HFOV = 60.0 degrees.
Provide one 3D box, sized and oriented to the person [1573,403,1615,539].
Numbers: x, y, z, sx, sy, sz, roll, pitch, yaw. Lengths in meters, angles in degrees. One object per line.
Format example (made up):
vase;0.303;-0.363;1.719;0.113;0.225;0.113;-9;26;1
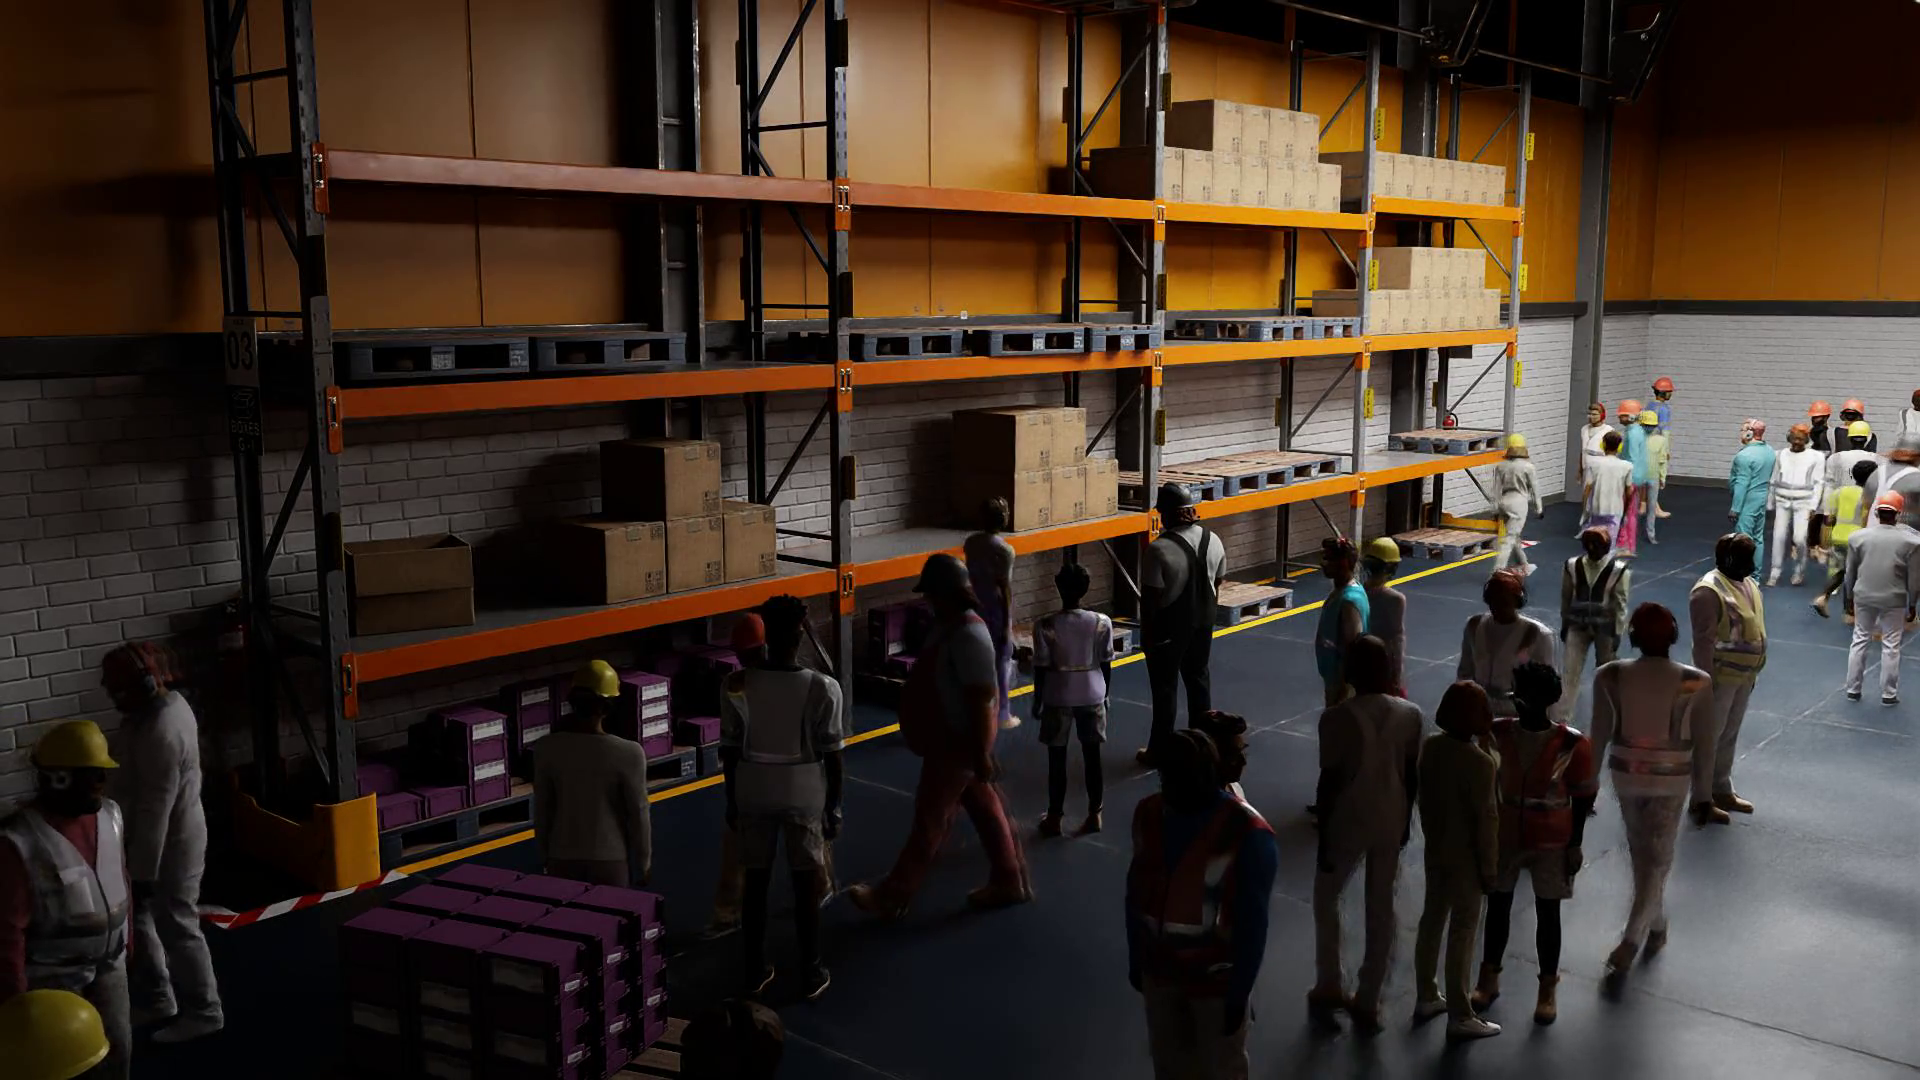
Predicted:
person;8.417;-0.890;21.982;0.386;1.836;0.564;-3;9;-21

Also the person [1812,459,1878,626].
person;8.848;0.027;16.560;0.443;1.677;0.565;-3;9;-17

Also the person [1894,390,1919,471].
person;13.891;-1.258;24.186;0.573;1.887;0.354;7;11;37

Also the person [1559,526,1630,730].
person;4.717;0.702;12.474;0.521;1.592;0.844;6;11;33

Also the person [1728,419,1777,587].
person;8.784;-0.398;18.562;0.643;1.913;0.410;-7;11;-38

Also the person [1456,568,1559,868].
person;3.130;1.049;9.519;0.984;1.829;0.593;-5;10;-32

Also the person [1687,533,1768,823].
person;4.911;0.864;10.642;0.633;1.842;0.429;-7;11;-39

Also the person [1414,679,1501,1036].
person;2.282;1.437;7.608;0.279;1.636;0.500;-3;9;-21

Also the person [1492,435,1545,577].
person;6.348;-0.348;18.953;0.942;1.685;0.492;-6;11;-35

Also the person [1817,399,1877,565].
person;10.678;-0.685;20.056;0.612;2.029;0.409;5;10;30

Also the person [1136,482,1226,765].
person;1.521;0.581;11.828;0.680;2.000;0.535;-5;10;-31

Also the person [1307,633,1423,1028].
person;1.867;1.324;7.714;0.521;1.828;0.510;-1;9;-4

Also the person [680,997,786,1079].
person;-0.471;1.925;3.839;0.336;1.838;0.505;-3;9;-16

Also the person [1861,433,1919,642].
person;9.069;-0.047;15.881;0.956;2.000;0.694;-2;9;-12

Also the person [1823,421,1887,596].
person;9.726;-0.334;18.124;0.587;1.920;0.397;4;10;26

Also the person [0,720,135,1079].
person;-3.307;1.573;6.170;0.560;1.806;0.674;3;9;19

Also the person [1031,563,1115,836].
person;0.693;0.989;10.304;0.532;1.697;0.320;-2;9;-11

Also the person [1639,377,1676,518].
person;10.206;-1.352;24.286;0.385;2.041;0.615;-1;9;-4

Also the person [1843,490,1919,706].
person;7.490;0.466;13.520;0.566;1.745;0.349;8;12;42

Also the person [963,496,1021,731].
person;0.173;0.579;12.520;0.515;1.831;0.683;8;12;42

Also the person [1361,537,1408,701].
person;2.781;0.853;10.993;0.598;1.744;0.561;-6;10;-32

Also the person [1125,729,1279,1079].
person;0.842;1.579;6.088;0.639;1.830;0.430;9;12;44

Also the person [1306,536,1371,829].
person;2.407;0.892;10.448;0.375;1.843;0.575;1;9;7

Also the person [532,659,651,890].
person;-1.638;1.404;7.443;0.535;1.756;0.338;1;9;5

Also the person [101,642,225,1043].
person;-3.624;1.359;7.356;0.659;1.873;0.693;-4;10;-24

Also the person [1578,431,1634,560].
person;7.005;-0.269;18.050;0.520;1.810;0.981;4;10;24

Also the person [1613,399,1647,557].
person;8.273;-0.764;20.714;0.494;1.979;0.671;4;10;25

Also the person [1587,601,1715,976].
person;3.420;1.232;8.309;0.603;1.844;0.914;7;11;37

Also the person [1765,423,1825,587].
person;9.297;-0.378;18.582;0.592;1.864;0.441;7;11;39

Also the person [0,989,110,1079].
person;-1.931;1.902;3.674;0.593;1.925;0.384;4;10;24

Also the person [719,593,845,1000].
person;-0.845;1.227;7.952;0.599;1.958;0.379;1;9;4

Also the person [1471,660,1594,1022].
person;2.642;1.386;7.735;0.537;1.698;0.320;5;10;31

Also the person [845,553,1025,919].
person;-0.105;1.022;8.985;1.027;2.000;0.703;-1;9;-9

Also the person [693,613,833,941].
person;-1.014;1.215;8.824;0.560;1.711;0.888;6;11;34

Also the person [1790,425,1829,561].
person;10.488;-0.580;20.447;0.533;1.694;0.319;-2;9;-12

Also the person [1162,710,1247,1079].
person;0.915;1.537;6.288;0.390;1.847;0.563;5;10;30

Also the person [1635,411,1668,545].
person;8.946;-0.809;21.700;0.525;1.762;0.340;1;9;8
